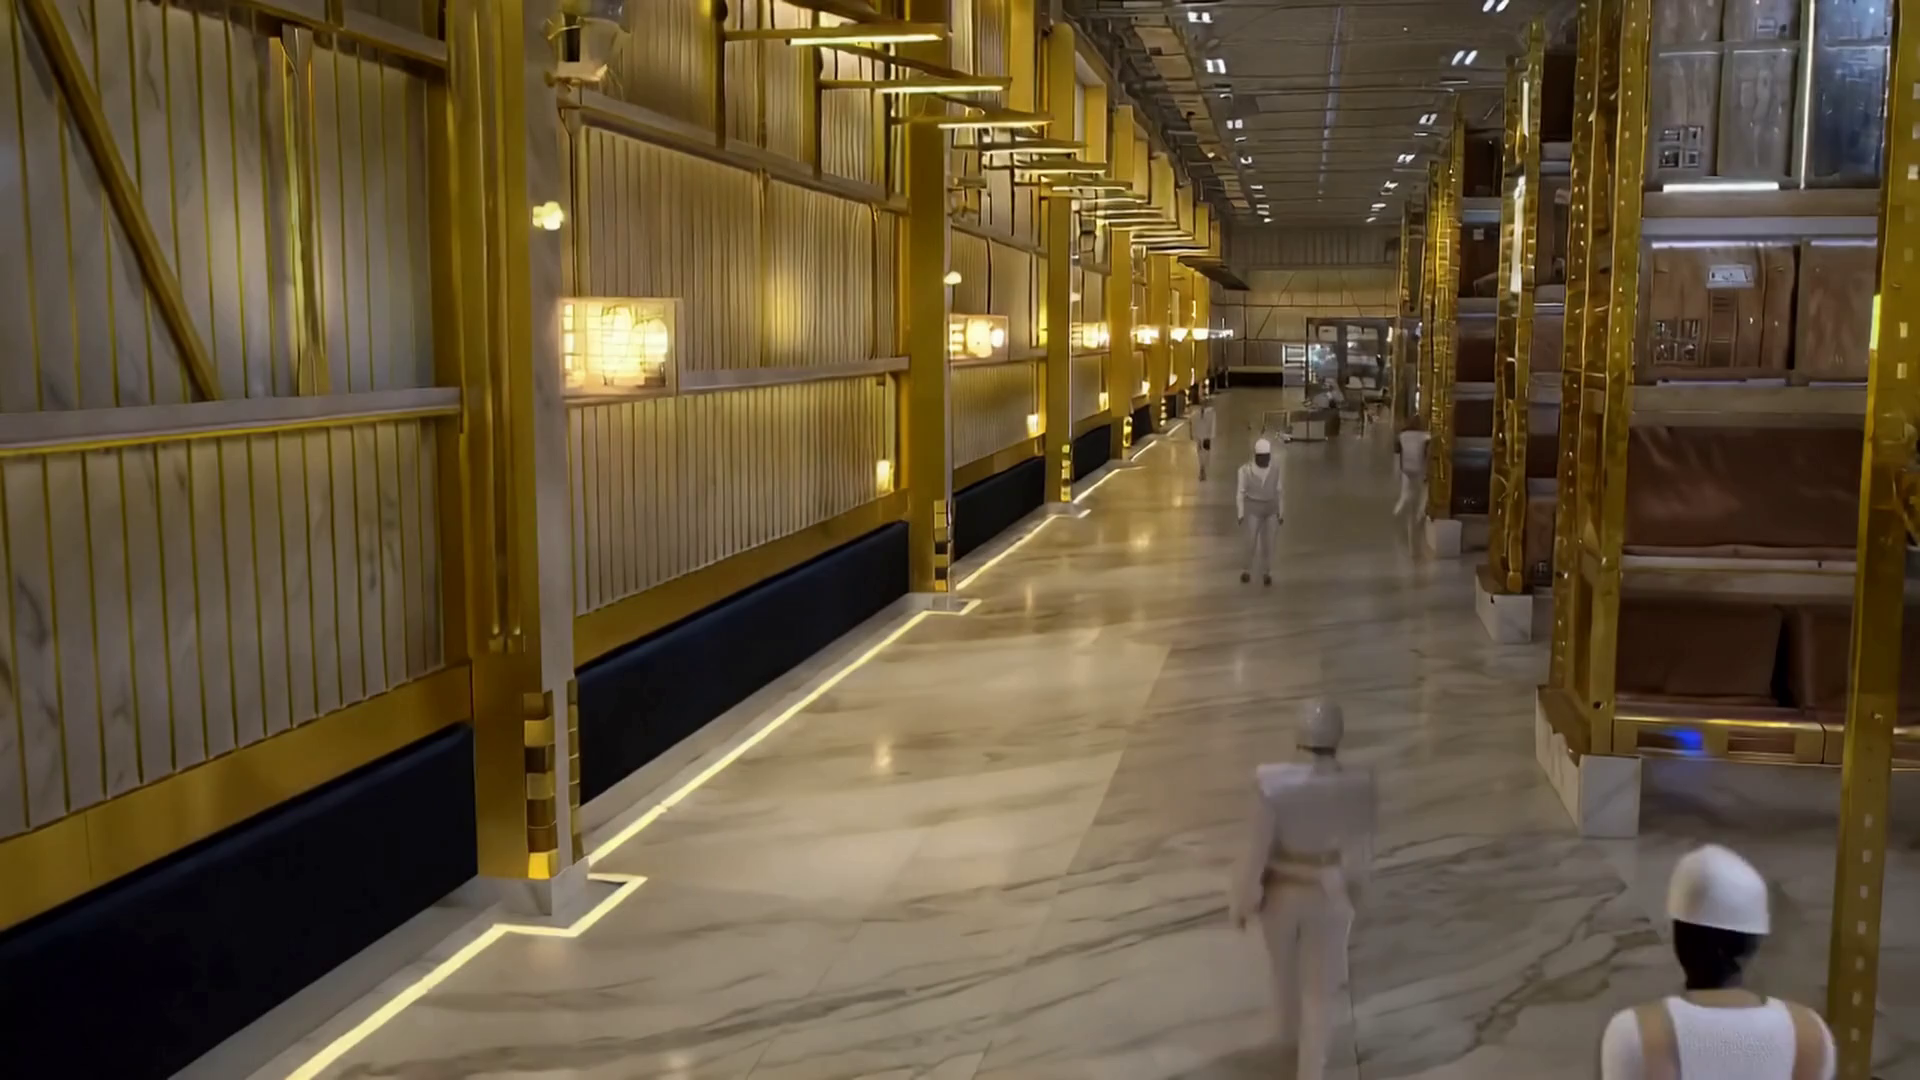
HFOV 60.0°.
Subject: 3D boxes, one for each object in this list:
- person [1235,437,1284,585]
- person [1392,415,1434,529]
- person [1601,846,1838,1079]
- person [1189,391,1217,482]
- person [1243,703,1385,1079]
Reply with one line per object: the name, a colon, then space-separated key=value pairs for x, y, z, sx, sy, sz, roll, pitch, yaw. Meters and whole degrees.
person: x=3.685 y=-0.356 z=20.460 sx=0.600 sy=1.831 sz=0.404 roll=0 pitch=7 yaw=4
person: x=7.131 y=-1.061 z=26.107 sx=0.634 sy=1.818 sz=0.722 roll=7 pitch=10 yaw=43
person: x=1.765 y=1.668 z=4.004 sx=0.542 sy=1.872 sz=1.029 roll=1 pitch=7 yaw=6
person: x=5.058 y=-2.153 z=34.623 sx=0.549 sy=1.884 sz=1.043 roll=2 pitch=8 yaw=19
person: x=1.452 y=1.453 z=6.804 sx=0.549 sy=1.597 sz=0.814 roll=2 pitch=7 yaw=17
